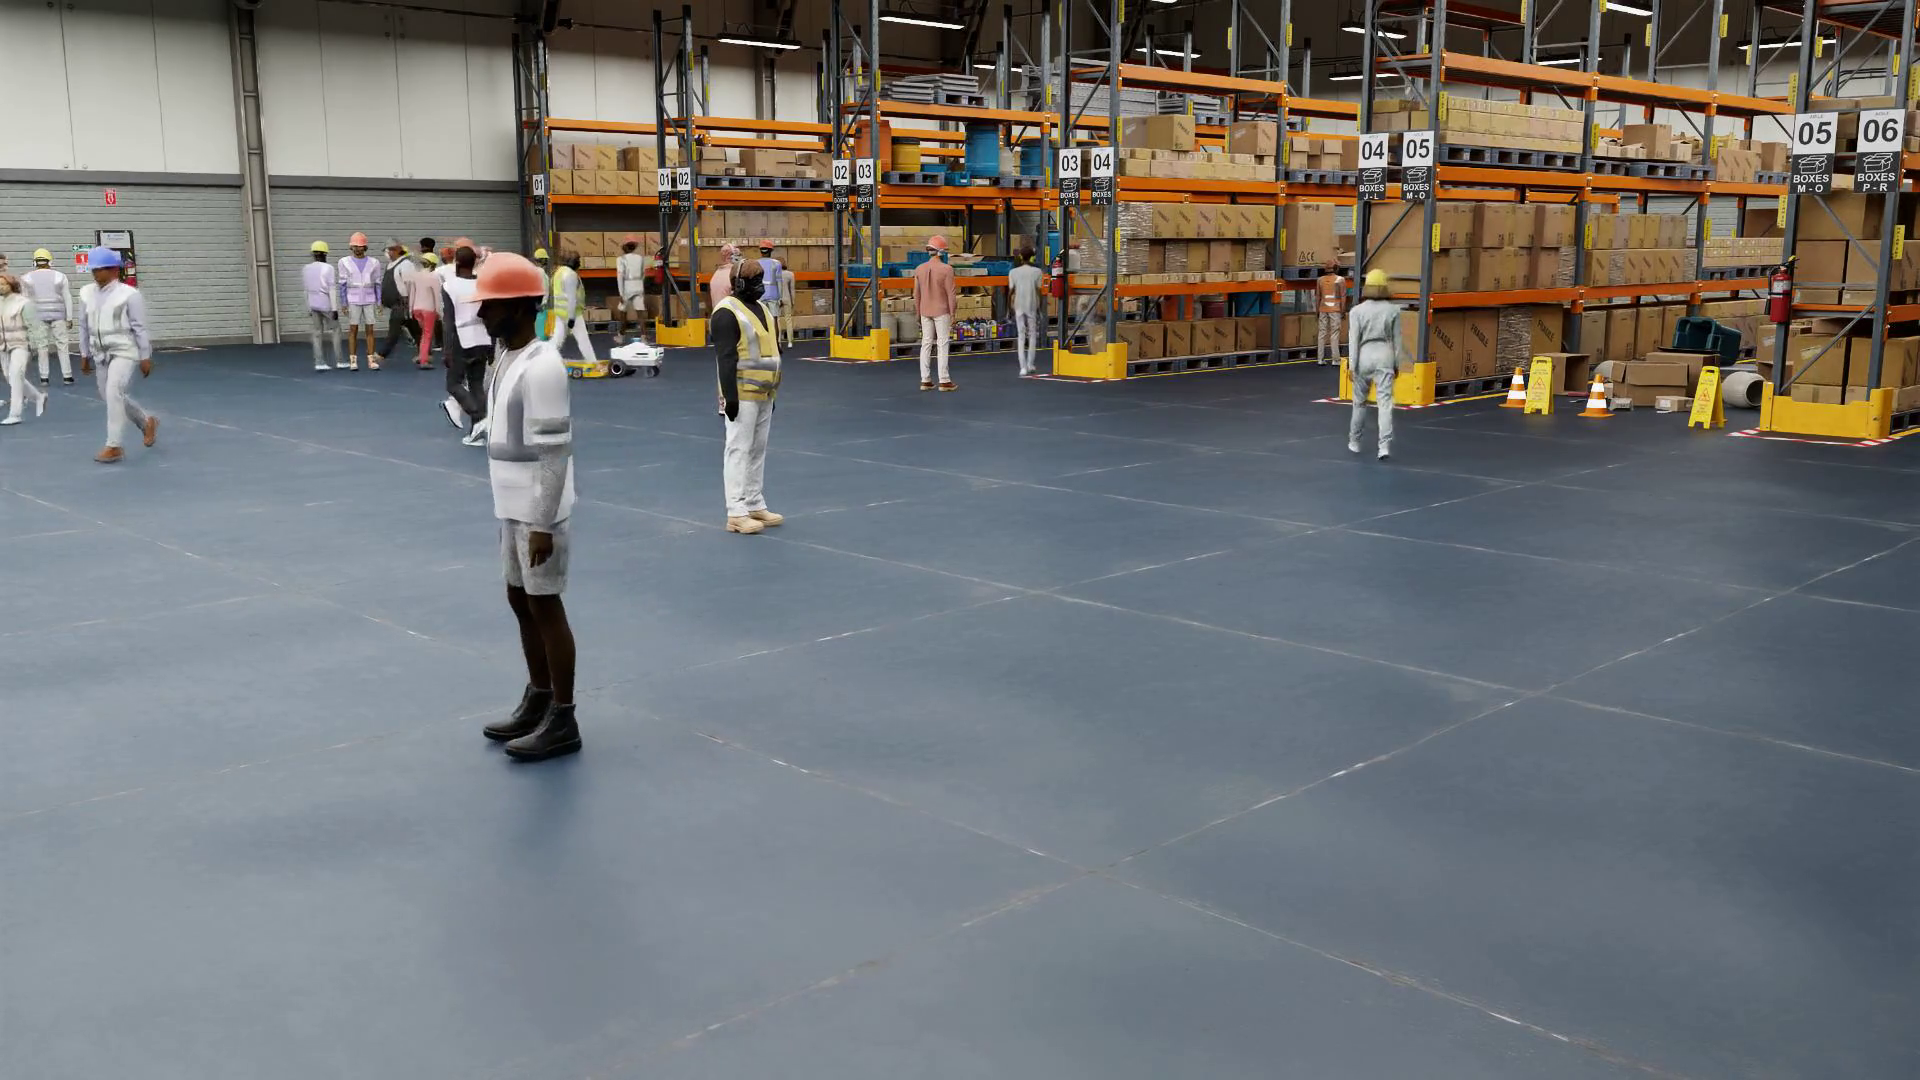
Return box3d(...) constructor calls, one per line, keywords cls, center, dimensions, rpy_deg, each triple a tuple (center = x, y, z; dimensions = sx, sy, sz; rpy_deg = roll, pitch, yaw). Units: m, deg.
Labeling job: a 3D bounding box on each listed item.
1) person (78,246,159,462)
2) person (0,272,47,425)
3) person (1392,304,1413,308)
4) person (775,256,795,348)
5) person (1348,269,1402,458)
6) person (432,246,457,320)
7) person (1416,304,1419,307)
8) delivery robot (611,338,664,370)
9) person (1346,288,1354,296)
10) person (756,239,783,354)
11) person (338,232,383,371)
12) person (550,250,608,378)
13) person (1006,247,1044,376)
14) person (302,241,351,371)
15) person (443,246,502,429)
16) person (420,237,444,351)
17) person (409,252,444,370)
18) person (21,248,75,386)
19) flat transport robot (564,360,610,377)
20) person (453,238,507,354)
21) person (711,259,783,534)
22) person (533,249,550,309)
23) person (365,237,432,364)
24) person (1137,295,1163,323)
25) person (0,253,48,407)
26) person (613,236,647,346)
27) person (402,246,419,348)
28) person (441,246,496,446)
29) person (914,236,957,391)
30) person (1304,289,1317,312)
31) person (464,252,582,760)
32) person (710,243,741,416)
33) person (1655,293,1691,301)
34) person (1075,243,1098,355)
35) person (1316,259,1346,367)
box3d(cls="person", center=(-7.595, -1.695, 15.029), dimensions=(0.612, 1.908, 0.861), rpy_deg=(2, 11, 13))
box3d(cls="person", center=(-10.144, -2.076, 17.912), dimensions=(0.522, 1.616, 0.708), rpy_deg=(2, 11, 13))
box3d(cls="person", center=(6.446, -3.332, 24.660), dimensions=(0.545, 1.643, 0.849), rpy_deg=(2, 11, 10))
box3d(cls="person", center=(-3.189, -4.237, 29.647), dimensions=(0.502, 1.631, 0.286), rpy_deg=(-4, 11, -23))
box3d(cls="person", center=(3.775, -1.604, 15.140), dimensions=(0.501, 1.697, 0.926), rpy_deg=(0, 10, 2))
box3d(cls="person", center=(-7.757, -3.565, 25.425), dimensions=(0.572, 1.849, 0.919), rpy_deg=(-7, 12, -33))
box3d(cls="person", center=(6.848, -3.338, 23.909), dimensions=(0.628, 1.940, 0.378), rpy_deg=(9, 14, 42))
box3d(cls="delivery robot", center=(-4.595, -2.637, 23.723), dimensions=(0.707, 0.478, 0.477), rpy_deg=(2, 10, 8))
box3d(cls="person", center=(9.623, -6.407, 40.940), dimensions=(0.461, 1.826, 0.592), rpy_deg=(-9, 14, -41))
box3d(cls="person", center=(-3.265, -4.114, 28.169), dimensions=(0.542, 1.928, 0.376), rpy_deg=(0, 10, 0))
box3d(cls="person", center=(-8.921, -3.552, 24.806), dimensions=(0.605, 2.038, 0.394), rpy_deg=(-6, 12, -29))
box3d(cls="person", center=(-5.456, -3.170, 23.392), dimensions=(0.968, 1.792, 0.638), rpy_deg=(-7, 13, -35))
box3d(cls="person", center=(0.944, -3.313, 24.076), dimensions=(0.556, 1.823, 0.841), rpy_deg=(1, 10, 5))
box3d(cls="person", center=(-9.400, -3.475, 24.720), dimensions=(0.619, 1.907, 0.699), rpy_deg=(4, 11, 20))
box3d(cls="person", center=(-4.909, -2.057, 17.045), dimensions=(0.713, 1.888, 0.655), rpy_deg=(-3, 11, -16))
box3d(cls="person", center=(-9.242, -4.304, 29.102), dimensions=(0.362, 1.964, 0.611), rpy_deg=(-1, 10, -5))
box3d(cls="person", center=(-7.985, -3.431, 24.921), dimensions=(0.567, 1.741, 0.434), rpy_deg=(5, 12, 26))
box3d(cls="person", center=(-12.252, -2.997, 22.368), dimensions=(0.586, 1.823, 0.403), rpy_deg=(-5, 11, -24))
box3d(cls="flat transport robot", center=(-5.678, -2.467, 23.826), dimensions=(1.431, 0.197, 0.652), rpy_deg=(2, 11, 8))
box3d(cls="person", center=(-7.854, -3.848, 26.662), dimensions=(1.021, 1.937, 0.659), rpy_deg=(1, 10, 8))
box3d(cls="person", center=(-1.434, -0.990, 11.367), dimensions=(0.429, 1.842, 0.633), rpy_deg=(4, 11, 19))
box3d(cls="person", center=(-7.230, -4.149, 28.803), dimensions=(0.311, 1.768, 0.522), rpy_deg=(-4, 11, -22))
box3d(cls="person", center=(-8.807, -3.756, 26.025), dimensions=(1.087, 2.000, 0.693), rpy_deg=(-7, 12, -33))
box3d(cls="person", center=(4.162, -5.432, 36.095), dimensions=(0.542, 1.654, 0.859), rpy_deg=(5, 12, 28))
box3d(cls="person", center=(-11.146, -2.460, 19.479), dimensions=(0.911, 1.800, 0.532), rpy_deg=(0, 10, -2))
box3d(cls="person", center=(-5.952, -4.488, 30.069), dimensions=(0.604, 1.983, 1.022), rpy_deg=(-8, 13, -35))
box3d(cls="person", center=(-9.925, -4.366, 29.851), dimensions=(0.477, 1.807, 0.586), rpy_deg=(-3, 11, -17))
box3d(cls="person", center=(-4.666, -1.843, 15.852), dimensions=(0.464, 1.900, 0.619), rpy_deg=(8, 13, 36))
box3d(cls="person", center=(-0.302, -2.945, 21.614), dimensions=(0.622, 1.990, 0.388), rpy_deg=(6, 12, 32))
box3d(cls="person", center=(7.238, -5.222, 34.154), dimensions=(0.389, 1.949, 0.604), rpy_deg=(-3, 11, -15))
box3d(cls="person", center=(-1.682, -0.129, 6.415), dimensions=(0.367, 1.935, 0.552), rpy_deg=(-6, 12, -31))
box3d(cls="person", center=(-2.496, -2.314, 18.404), dimensions=(0.408, 1.913, 0.641), rpy_deg=(-7, 12, -33))
box3d(cls="person", center=(12.414, -4.194, 28.894), dimensions=(0.586, 1.837, 1.007), rpy_deg=(10, 14, 43))
box3d(cls="person", center=(2.112, -3.999, 27.620), dimensions=(0.506, 1.897, 0.654), rpy_deg=(-1, 10, -6))
box3d(cls="person", center=(5.701, -3.492, 25.570), dimensions=(0.512, 1.638, 0.312), rpy_deg=(10, 14, 42))
